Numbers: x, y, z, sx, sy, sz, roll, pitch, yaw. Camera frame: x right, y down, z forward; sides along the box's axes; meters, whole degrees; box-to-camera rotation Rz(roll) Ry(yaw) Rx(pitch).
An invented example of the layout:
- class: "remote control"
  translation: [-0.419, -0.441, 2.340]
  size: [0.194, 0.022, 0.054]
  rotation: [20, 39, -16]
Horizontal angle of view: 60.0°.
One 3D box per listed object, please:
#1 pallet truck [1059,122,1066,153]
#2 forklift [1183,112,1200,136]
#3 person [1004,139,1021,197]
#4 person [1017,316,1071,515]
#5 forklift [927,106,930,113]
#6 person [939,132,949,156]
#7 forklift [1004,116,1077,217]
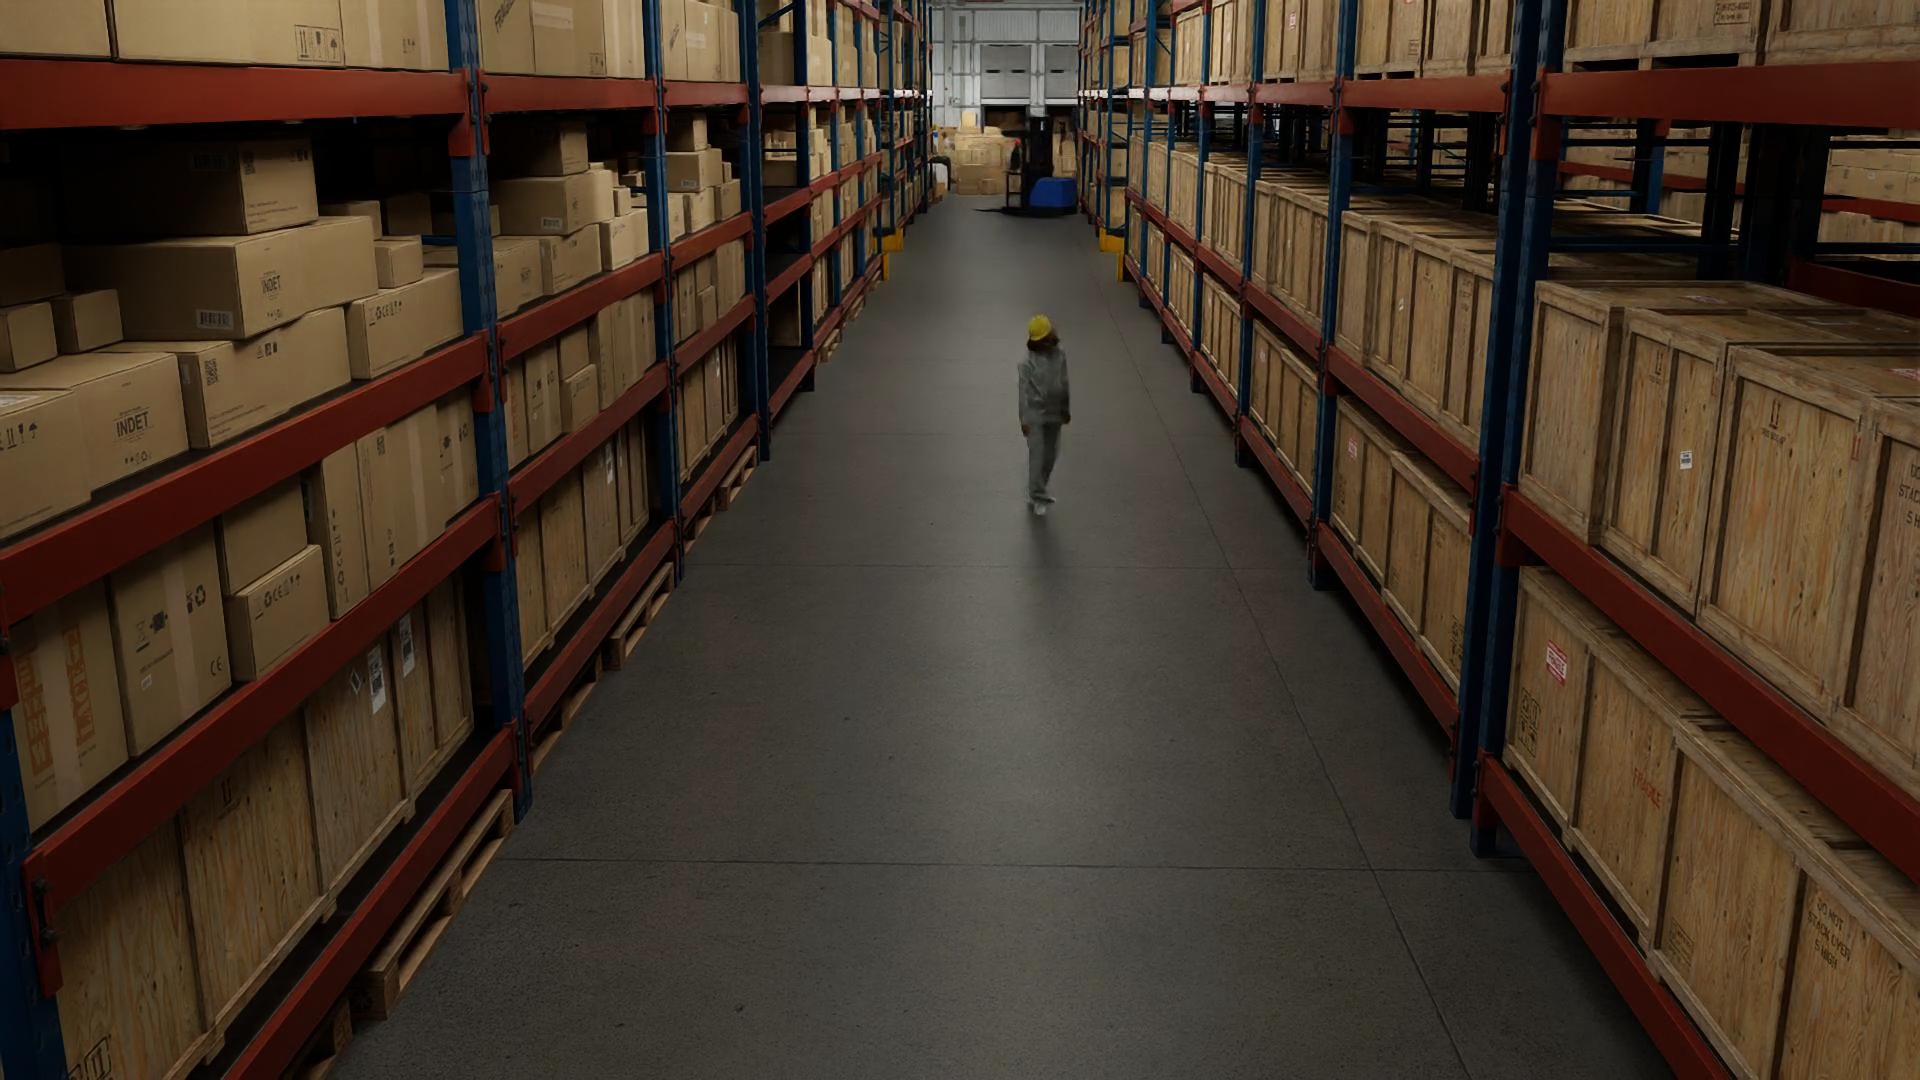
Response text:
- class: "pallet truck"
  translation: [5.788, -21.111, 88.014]
  size: [1.885, 1.965, 0.823]
  rotation: [5, 16, 18]
- class: "forklift"
  translation: [8.103, -13.798, 59.130]
  size: [1.129, 2.768, 1.873]
  rotation: [0, 15, 1]
- class: "person"
  translation: [1.990, -12.670, 56.699]
  size: [1.060, 1.937, 0.637]
  rotation: [-3, 15, -10]
- class: "person"
  translation: [0.677, -1.065, 13.996]
  size: [0.573, 1.697, 0.575]
  rotation: [-10, 18, -32]
- class: "forklift"
  translation: [-2.001, -20.667, 84.687]
  size: [1.129, 2.768, 1.873]
  rotation: [0, 15, 2]
- class: "person"
  translation: [-0.760, -15.973, 69.061]
  size: [0.753, 1.905, 0.645]
  rotation: [-1, 15, -4]
- class: "forklift"
  translation: [2.350, -10.731, 47.716]
  size: [1.873, 2.768, 1.129]
  rotation: [9, 18, 30]
